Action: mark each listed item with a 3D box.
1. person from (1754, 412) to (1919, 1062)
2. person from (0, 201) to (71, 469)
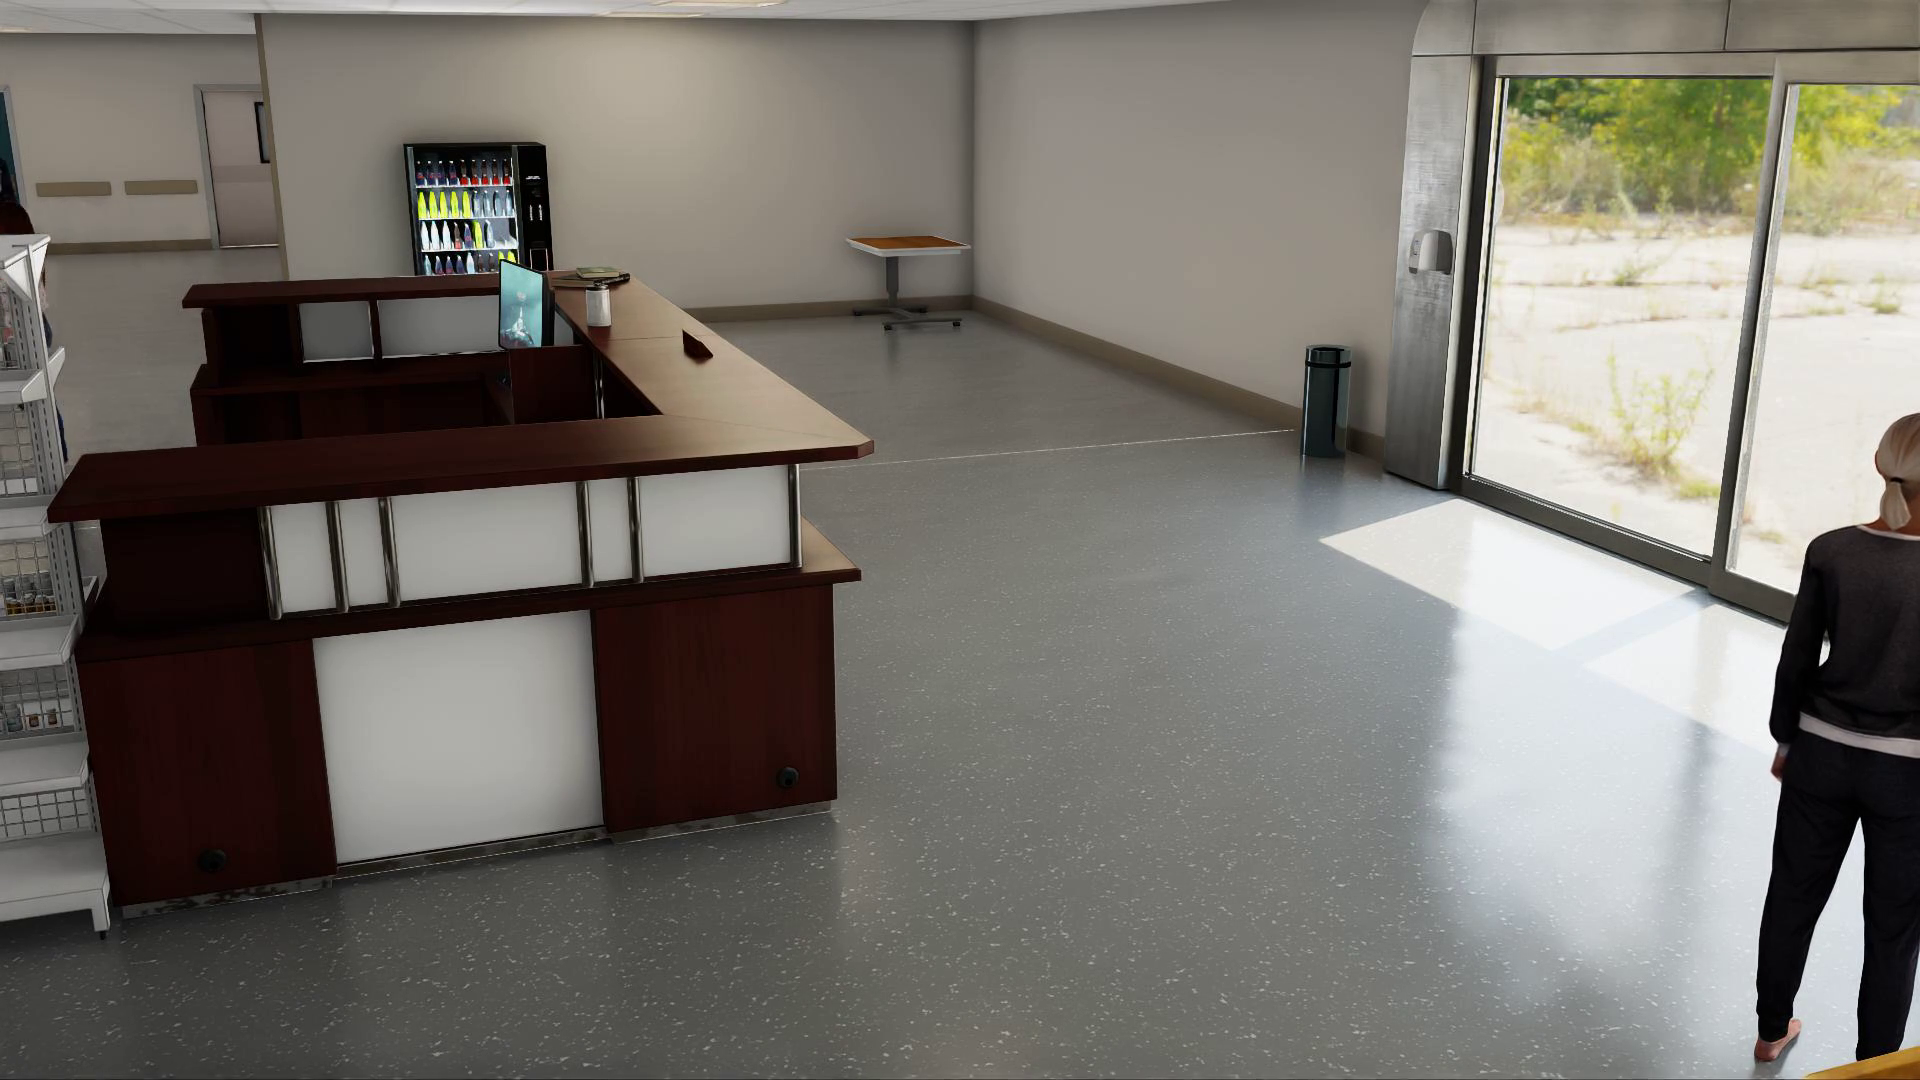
[{"bbox_3d":[2.240,0.528,4.098,0.645,1.726,0.683,-14,21,-40],"label":"person"},{"bbox_3d":[-5.731,-1.247,10.403,0.578,1.722,0.600,-5,17,-17],"label":"person"}]
